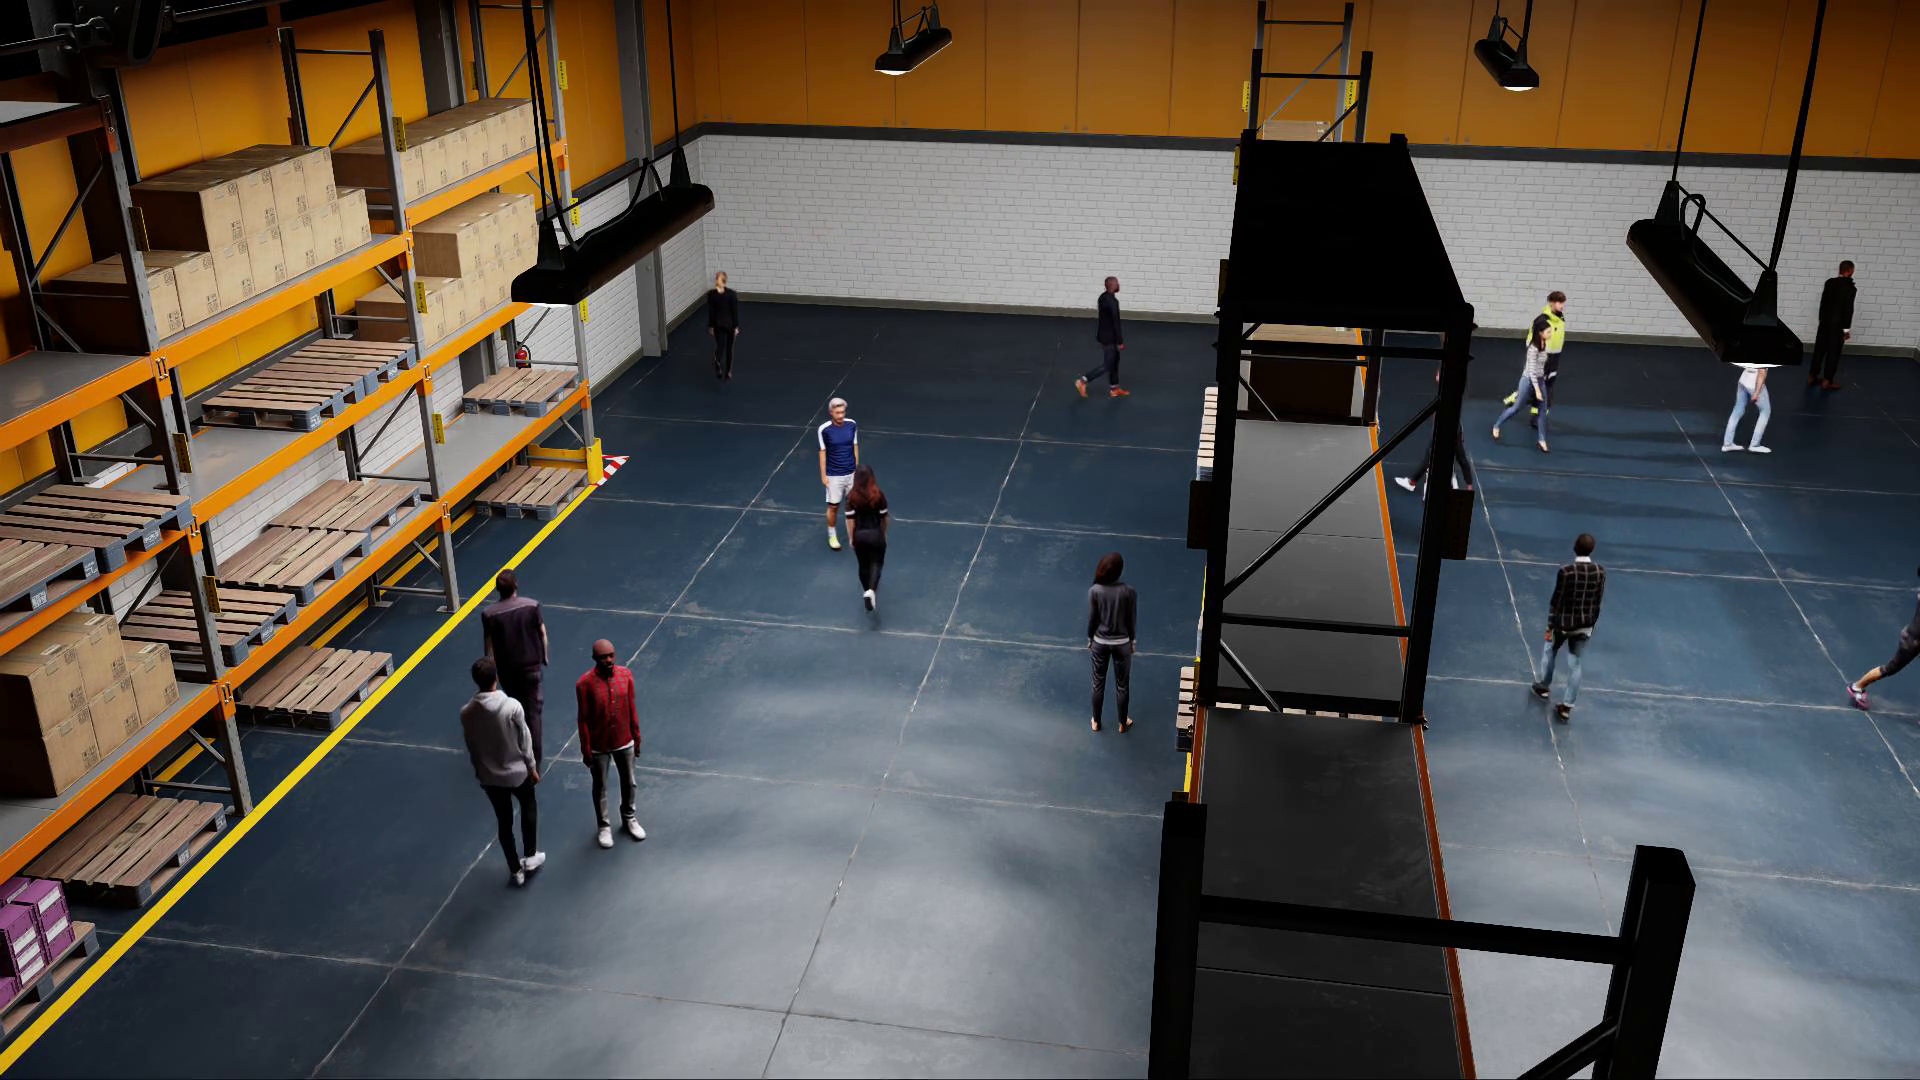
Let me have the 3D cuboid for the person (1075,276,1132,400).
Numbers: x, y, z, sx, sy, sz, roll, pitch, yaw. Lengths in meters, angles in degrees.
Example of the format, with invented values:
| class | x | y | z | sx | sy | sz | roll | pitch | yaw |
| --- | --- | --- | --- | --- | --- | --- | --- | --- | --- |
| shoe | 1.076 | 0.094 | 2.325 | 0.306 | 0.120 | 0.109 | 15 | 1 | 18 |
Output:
| class | x | y | z | sx | sy | sz | roll | pitch | yaw |
| --- | --- | --- | --- | --- | --- | --- | --- | --- | --- |
| person | 2.066 | -2.877 | 23.910 | 0.946 | 1.795 | 1.113 | -3 | 24 | -7 |

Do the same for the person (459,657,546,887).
| class | x | y | z | sx | sy | sz | roll | pitch | yaw |
| --- | --- | --- | --- | --- | --- | --- | --- | --- | --- |
| person | -3.578 | 1.863 | 12.935 | 0.778 | 1.902 | 0.725 | 0 | 24 | 0 |

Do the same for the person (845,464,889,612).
| class | x | y | z | sx | sy | sz | roll | pitch | yaw |
| --- | --- | --- | --- | --- | --- | --- | --- | --- | --- |
| person | -0.964 | -0.001 | 17.545 | 0.705 | 1.624 | 0.981 | 0 | 24 | -1 |

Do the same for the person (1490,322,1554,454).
| class | x | y | z | sx | sy | sz | roll | pitch | yaw |
| --- | --- | --- | --- | --- | --- | --- | --- | --- | --- |
| person | 7.465 | -2.020 | 22.002 | 1.051 | 1.755 | 1.128 | 20 | 30 | 38 |

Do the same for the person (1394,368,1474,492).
| class | x | y | z | sx | sy | sz | roll | pitch | yaw |
| --- | --- | --- | --- | --- | --- | --- | --- | --- | --- |
| person | 6.039 | -1.274 | 20.388 | 1.143 | 1.680 | 1.254 | 20 | 31 | 38 |

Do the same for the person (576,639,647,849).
| class | x | y | z | sx | sy | sz | roll | pitch | yaw |
| --- | --- | --- | --- | --- | --- | --- | --- | --- | --- |
| person | -2.869 | 1.620 | 13.592 | 0.755 | 1.821 | 0.786 | -11 | 26 | -24 |

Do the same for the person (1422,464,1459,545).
| class | x | y | z | sx | sy | sz | roll | pitch | yaw |
| --- | --- | --- | --- | --- | --- | --- | --- | --- | --- |
| person | 5.499 | -0.532 | 19.248 | 0.752 | 1.233 | 0.860 | -12 | 26 | -25 |

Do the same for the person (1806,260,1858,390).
| class | x | y | z | sx | sy | sz | roll | pitch | yaw |
| --- | --- | --- | --- | --- | --- | --- | --- | --- | --- |
| person | 12.852 | -3.179 | 24.466 | 0.862 | 1.904 | 0.750 | -9 | 25 | -19 |

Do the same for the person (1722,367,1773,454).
| class | x | y | z | sx | sy | sz | roll | pitch | yaw |
| --- | --- | --- | --- | --- | --- | --- | --- | --- | --- |
| person | 10.335 | -2.017 | 21.901 | 0.862 | 1.830 | 0.847 | -4 | 24 | -10 |

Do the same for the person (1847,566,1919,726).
| class | x | y | z | sx | sy | sz | roll | pitch | yaw |
| --- | --- | --- | --- | --- | --- | --- | --- | --- | --- |
| person | 8.762 | 0.910 | 15.390 | 1.112 | 1.682 | 1.134 | -17 | 29 | -34 |

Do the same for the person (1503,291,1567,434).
| class | x | y | z | sx | sy | sz | roll | pitch | yaw |
| --- | --- | --- | --- | --- | --- | --- | --- | --- | --- |
| person | 7.886 | -2.453 | 22.746 | 1.089 | 1.952 | 1.162 | -12 | 26 | -25 |

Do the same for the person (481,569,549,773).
| class | x | y | z | sx | sy | sz | roll | pitch | yaw |
| --- | --- | --- | --- | --- | --- | --- | --- | --- | --- |
| person | -3.868 | 1.177 | 14.625 | 0.948 | 1.806 | 1.297 | -4 | 24 | -9 |

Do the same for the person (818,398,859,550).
| class | x | y | z | sx | sy | sz | roll | pitch | yaw |
| --- | --- | --- | --- | --- | --- | --- | --- | --- | --- |
| person | -1.381 | -0.792 | 19.097 | 0.731 | 1.830 | 0.771 | -13 | 27 | -26 |

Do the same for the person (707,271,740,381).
| class | x | y | z | sx | sy | sz | roll | pitch | yaw |
| --- | --- | --- | --- | --- | --- | --- | --- | --- | --- |
| person | -3.504 | -3.116 | 24.587 | 0.654 | 1.691 | 0.860 | 2 | 24 | 5 |

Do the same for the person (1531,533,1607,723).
| class | x | y | z | sx | sy | sz | roll | pitch | yaw |
| --- | --- | --- | --- | --- | --- | --- | --- | --- | --- |
| person | 5.704 | 0.847 | 15.397 | 0.811 | 1.791 | 0.985 | 0 | 24 | -1 |

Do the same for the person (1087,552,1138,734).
| class | x | y | z | sx | sy | sz | roll | pitch | yaw |
| --- | --- | --- | --- | --- | --- | --- | --- | --- | --- |
| person | 1.386 | 0.937 | 15.222 | 0.601 | 1.767 | 0.506 | 4 | 24 | 10 |
